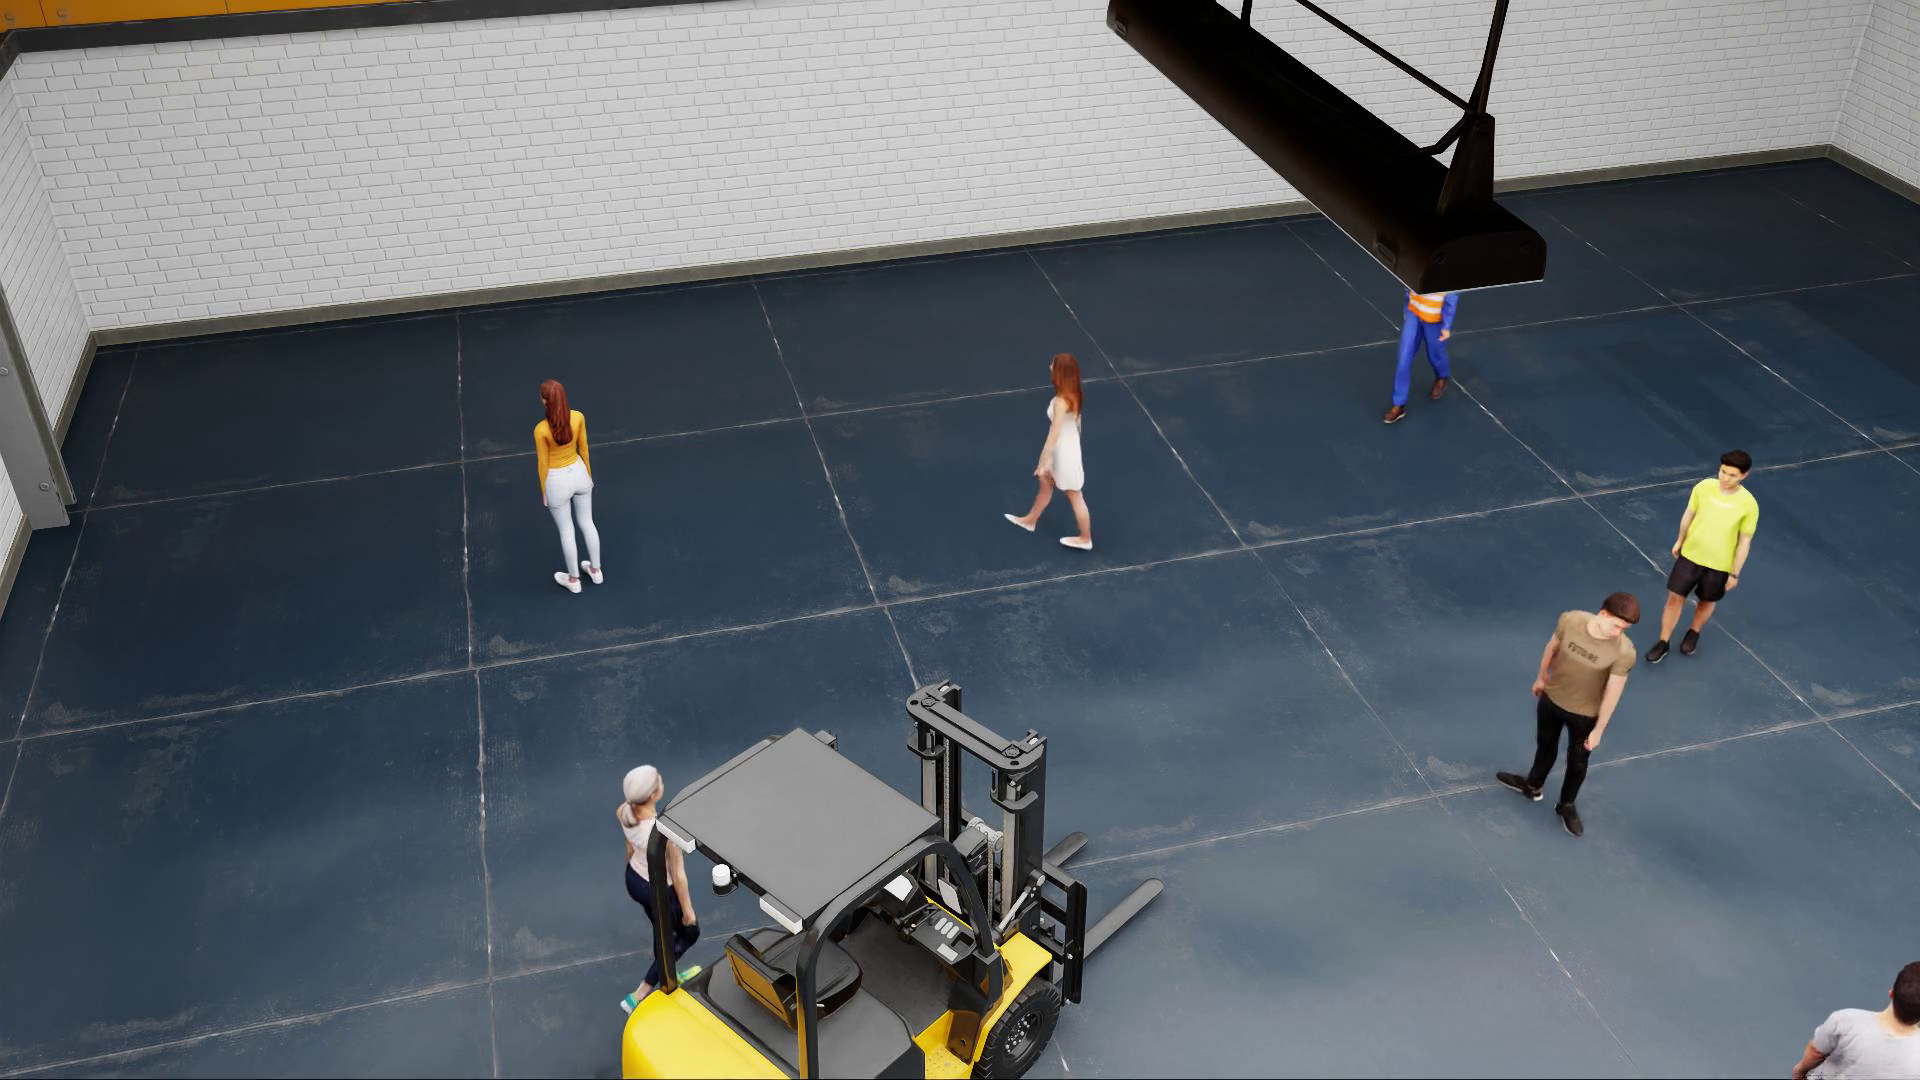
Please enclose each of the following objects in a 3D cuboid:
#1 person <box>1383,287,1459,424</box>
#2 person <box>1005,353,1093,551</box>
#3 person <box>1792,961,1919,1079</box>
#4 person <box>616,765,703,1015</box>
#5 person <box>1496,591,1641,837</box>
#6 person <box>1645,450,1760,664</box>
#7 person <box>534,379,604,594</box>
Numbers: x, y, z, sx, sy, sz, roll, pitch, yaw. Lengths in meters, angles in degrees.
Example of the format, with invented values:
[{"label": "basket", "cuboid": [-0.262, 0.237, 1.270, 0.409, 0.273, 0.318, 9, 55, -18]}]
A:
[{"label": "person", "cuboid": [4.158, -1.960, 14.623, 1.214, 1.833, 1.201, 22, 40, 30]}, {"label": "person", "cuboid": [0.896, -0.641, 12.770, 0.973, 1.686, 1.008, 10, 35, 15]}, {"label": "person", "cuboid": [4.054, 2.670, 7.633, 1.061, 1.859, 1.159, 15, 36, 21]}, {"label": "person", "cuboid": [-1.674, 1.934, 8.891, 0.902, 1.693, 0.923, 26, 41, 33]}, {"label": "person", "cuboid": [3.741, 0.963, 10.239, 0.952, 1.817, 0.685, -15, 37, -22]}, {"label": "person", "cuboid": [5.295, 0.066, 11.702, 0.918, 1.693, 0.957, 24, 40, 31]}, {"label": "person", "cuboid": [-2.911, -0.407, 12.363, 0.649, 1.748, 0.661, -27, 42, -34]}]
